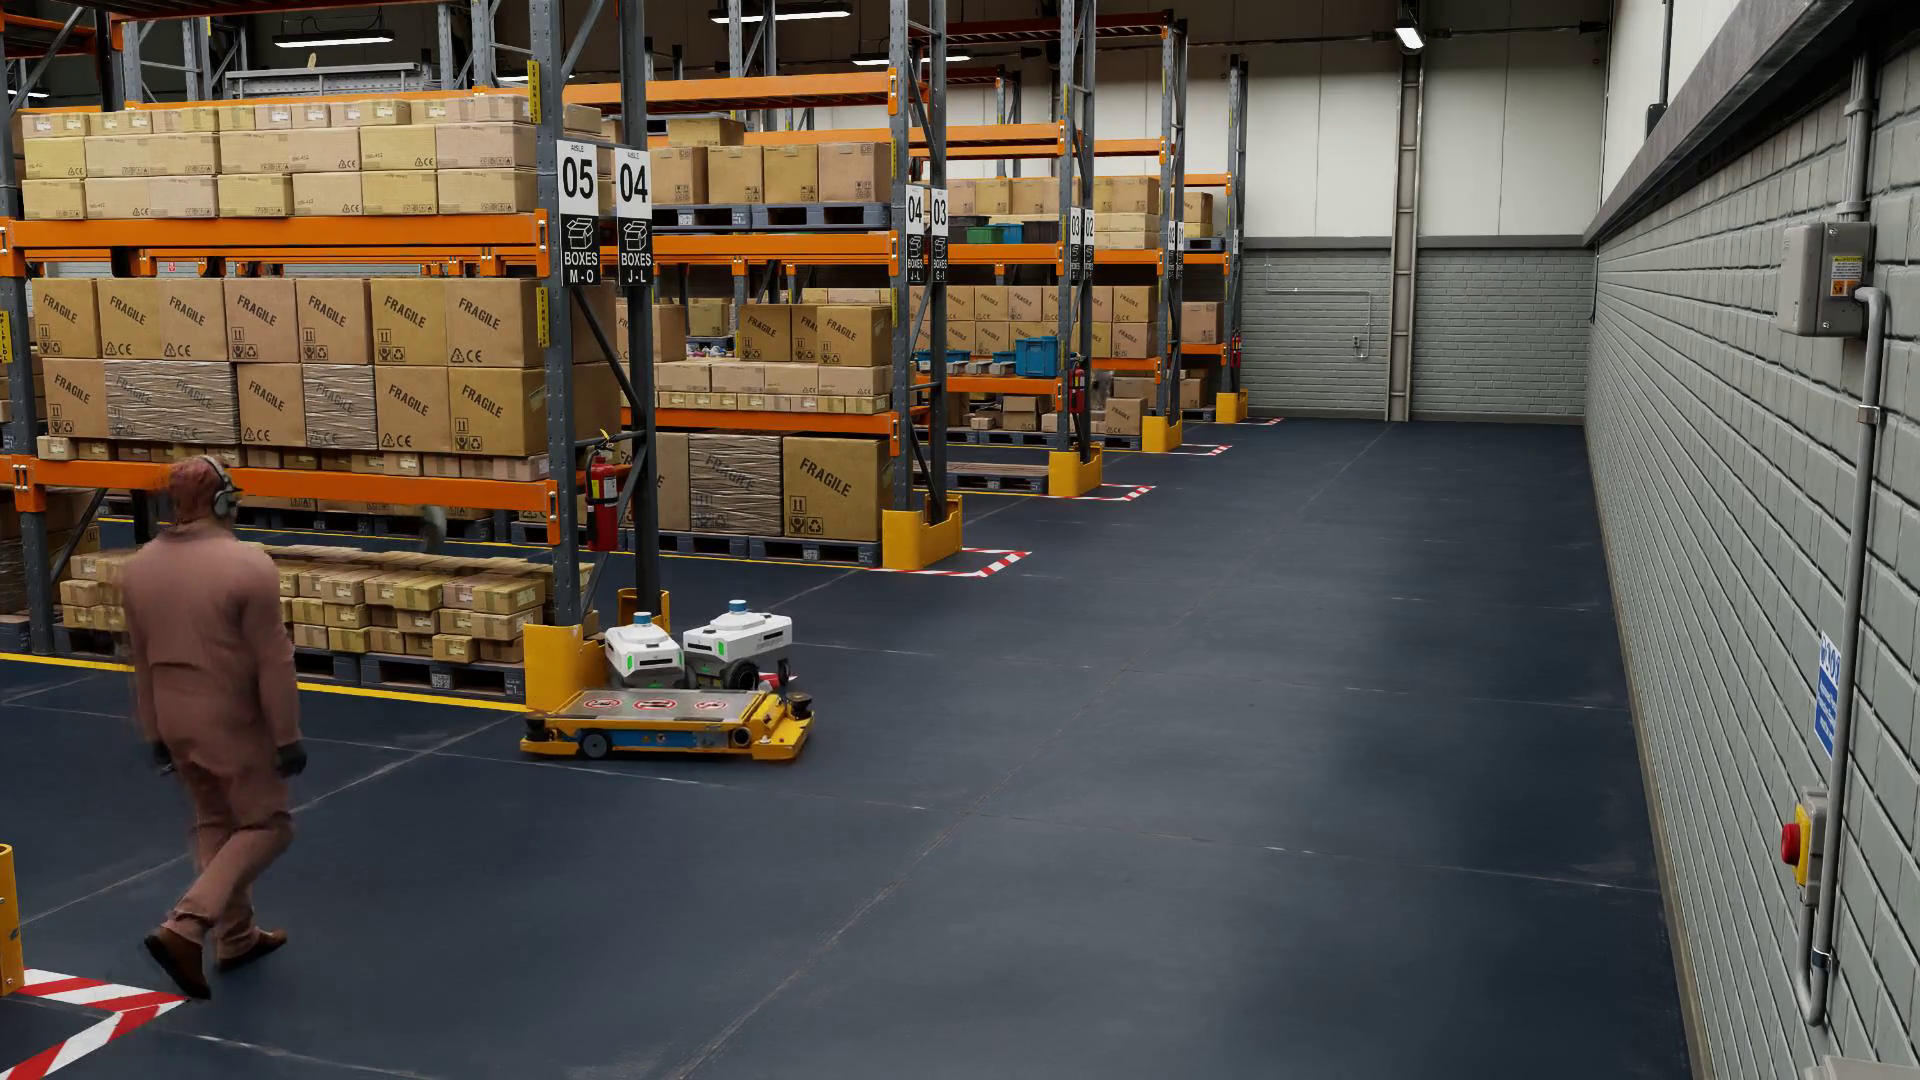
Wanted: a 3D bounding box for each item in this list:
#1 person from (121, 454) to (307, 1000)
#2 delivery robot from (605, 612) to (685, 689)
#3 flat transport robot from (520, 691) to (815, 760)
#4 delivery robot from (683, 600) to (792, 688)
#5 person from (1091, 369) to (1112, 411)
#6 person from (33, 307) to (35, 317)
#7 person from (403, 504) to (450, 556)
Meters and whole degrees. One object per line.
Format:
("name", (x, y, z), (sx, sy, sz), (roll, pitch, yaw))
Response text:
("person", (-2.605, 0.647, 5.766), (0.656, 1.884, 0.645), (4, 10, 23))
("delivery robot", (-1.819, 0.656, 9.560), (0.477, 0.478, 0.707), (-4, 10, -22))
("flat transport robot", (-1.530, 0.963, 8.816), (1.431, 0.197, 0.652), (1, 9, 5))
("delivery robot", (-1.316, 0.601, 9.903), (0.477, 0.478, 0.707), (6, 11, 32))
("person", (2.140, -2.486, 25.441), (0.483, 1.857, 0.590), (3, 10, 19))
("person", (-17.703, -3.572, 32.115), (0.350, 1.882, 0.584), (1, 9, 6))
("person", (-4.034, -0.411, 12.867), (0.617, 1.721, 0.522), (4, 10, 26))
